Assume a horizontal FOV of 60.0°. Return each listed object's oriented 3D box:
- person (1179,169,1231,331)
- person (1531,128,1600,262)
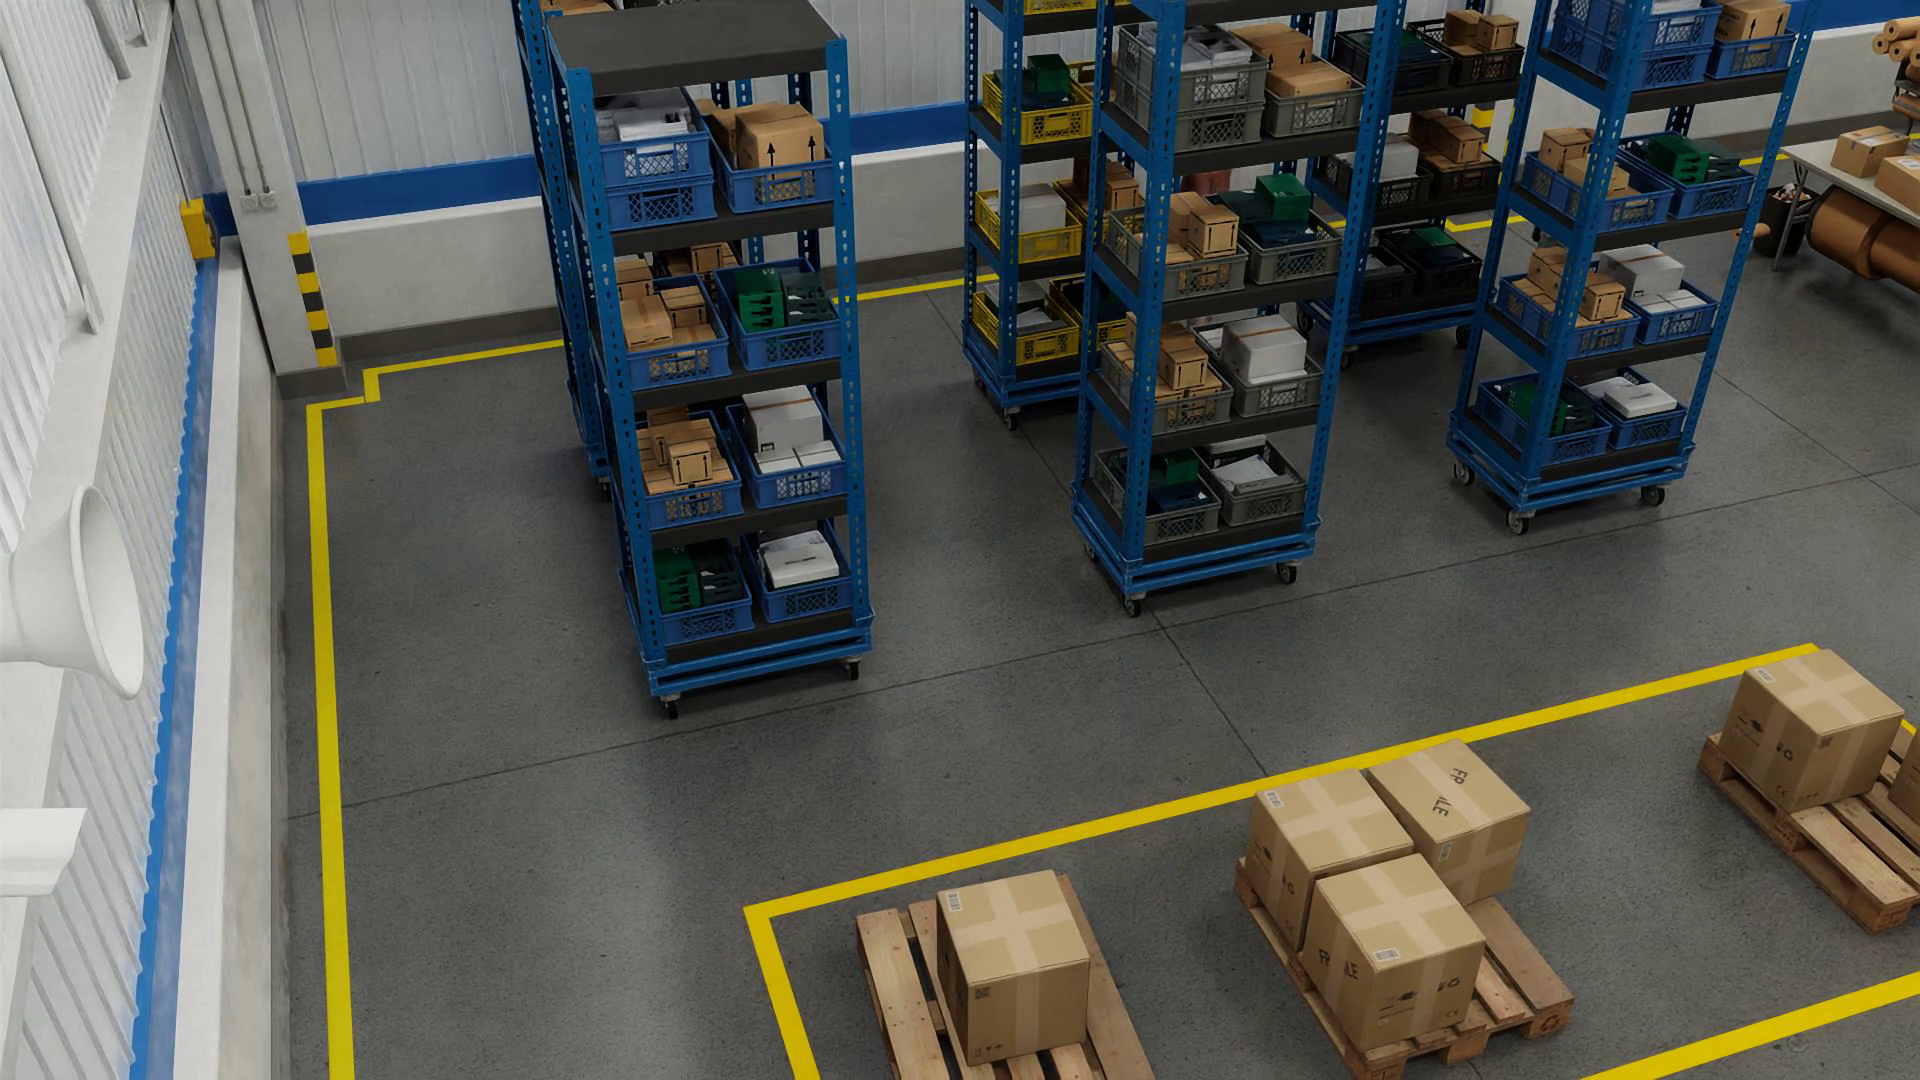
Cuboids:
[{"bbox_3d":[1.678,-2.195,11.660,0.382,1.995,0.612,15,38,20],"label":"person"},{"bbox_3d":[4.338,-2.177,11.941,0.314,1.636,0.515,-21,40,-27],"label":"person"}]
